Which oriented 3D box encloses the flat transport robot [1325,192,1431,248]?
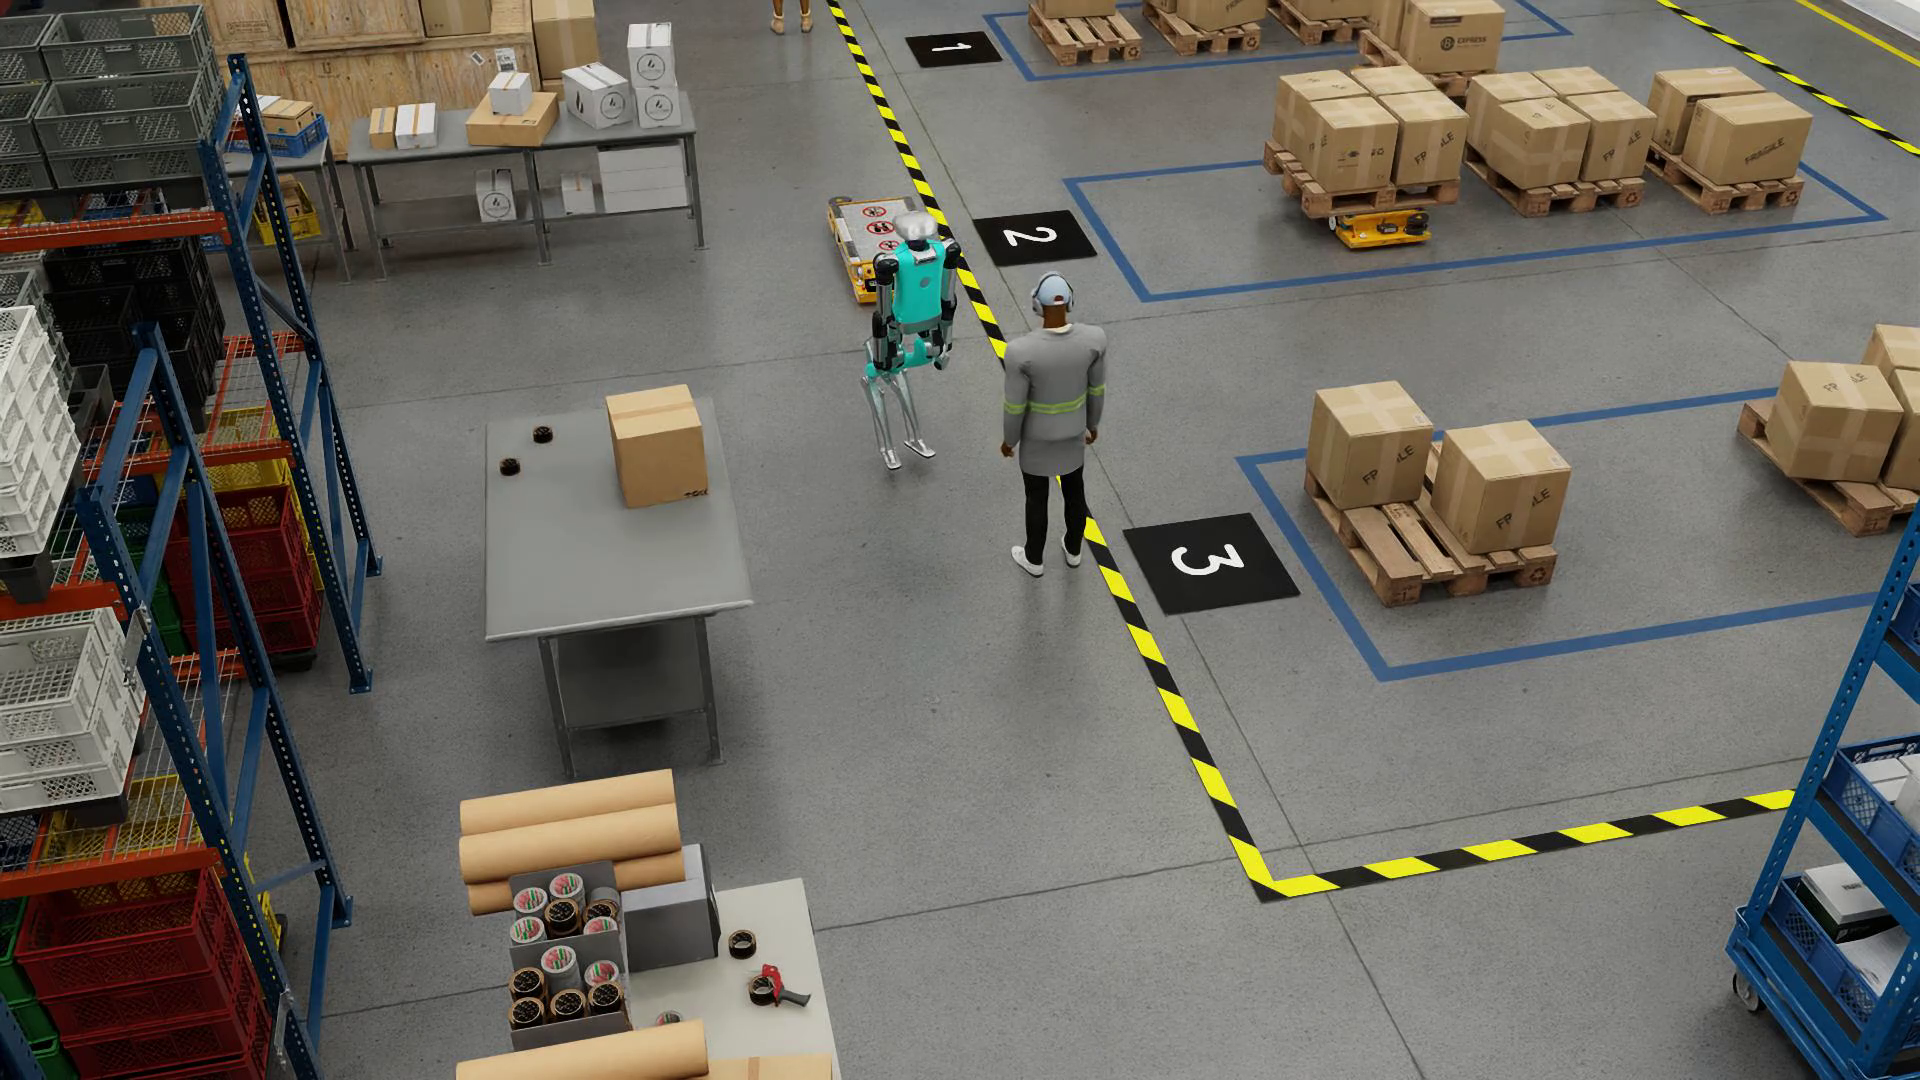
[{"bbox_3d":[3.134,-2.740,13.213,0.652,0.197,1.431,-8,37,-10],"label":"flat transport robot"}]

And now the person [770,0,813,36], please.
[{"bbox_3d":[-1.702,-5.909,16.019,0.610,2.032,0.398,-7,37,-9],"label":"person"}]

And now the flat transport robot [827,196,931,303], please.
[{"bbox_3d":[-0.570,-2.220,12.538,0.659,0.231,1.431,-8,37,-10],"label":"flat transport robot"}]

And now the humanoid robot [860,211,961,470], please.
[{"bbox_3d":[-0.363,-1.244,9.883,0.533,1.677,0.735,-18,40,-23],"label":"humanoid robot"}]

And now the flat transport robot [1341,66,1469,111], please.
[{"bbox_3d":[4.271,-4.168,15.132,1.431,0.197,0.652,-8,37,-10],"label":"flat transport robot"}]

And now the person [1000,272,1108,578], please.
[{"bbox_3d":[0.494,-0.622,9.066,0.587,1.848,0.396,-11,38,-15],"label":"person"}]
